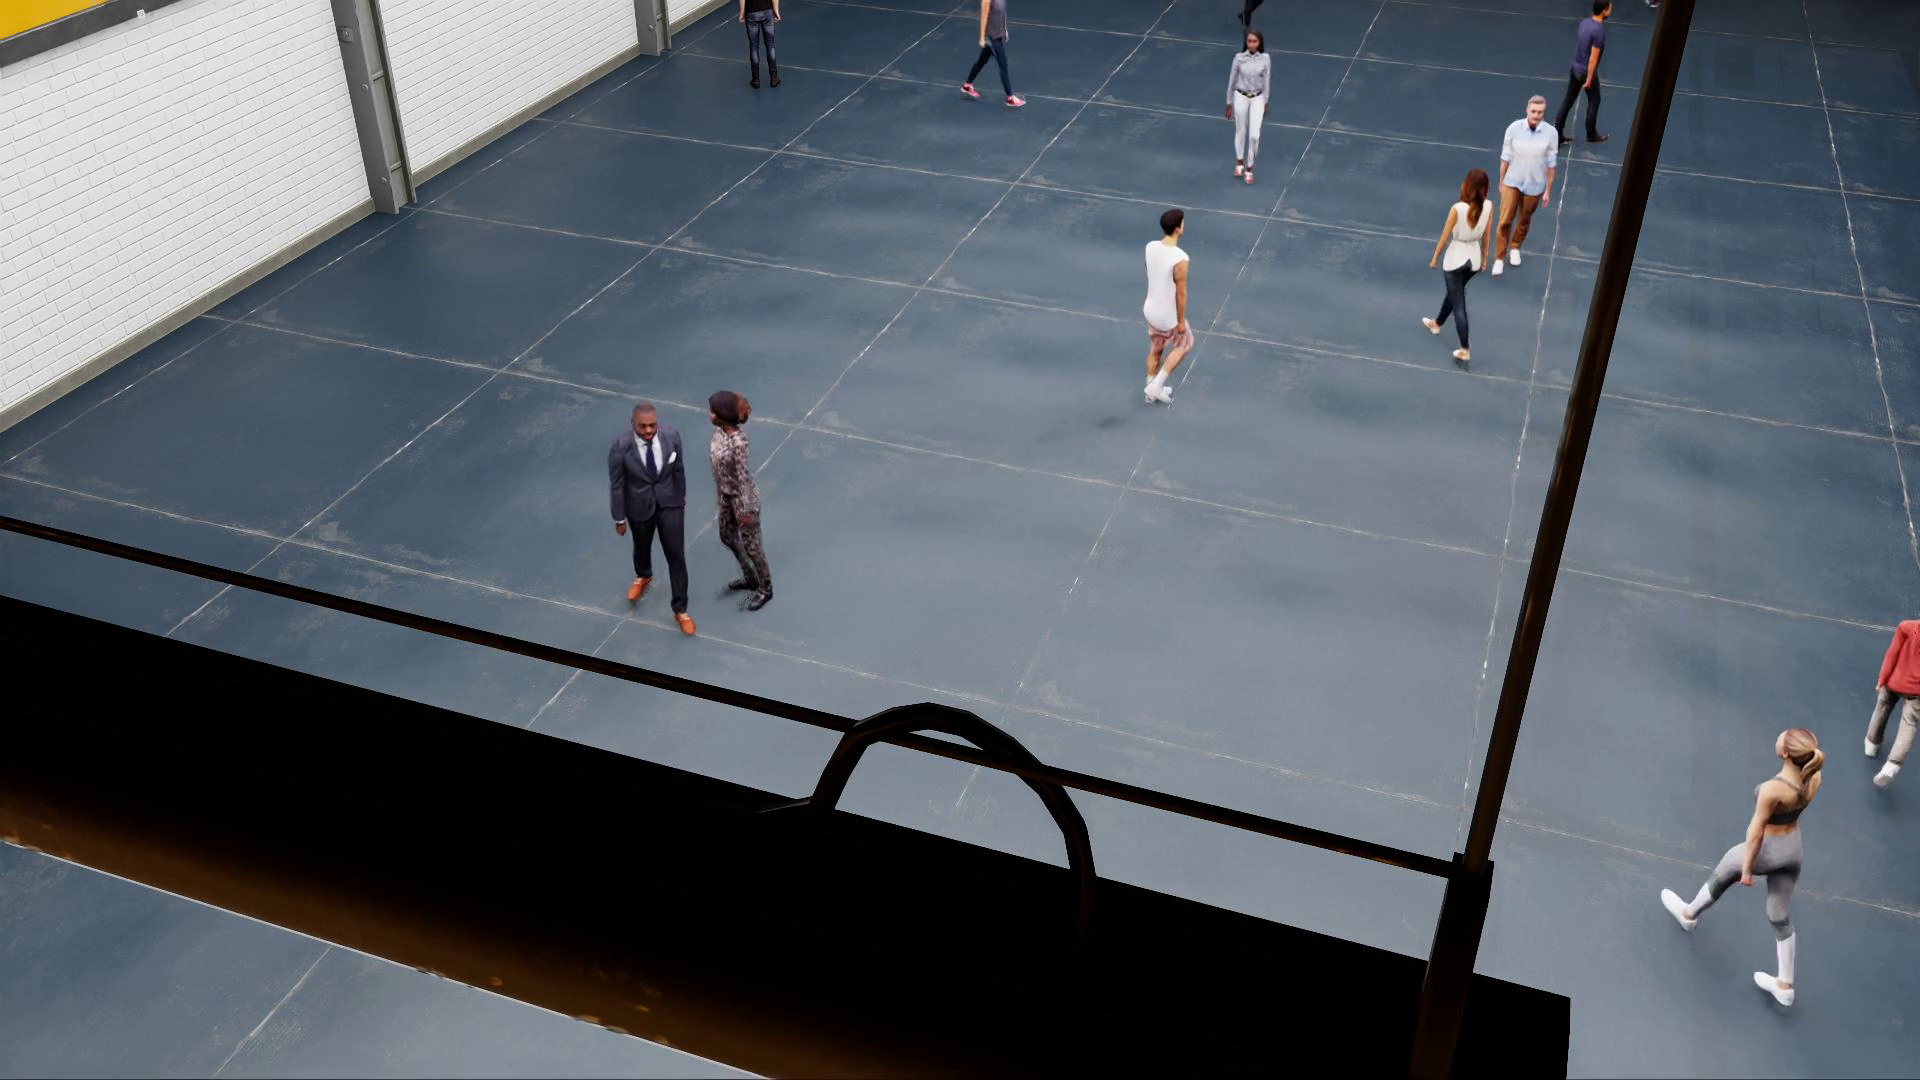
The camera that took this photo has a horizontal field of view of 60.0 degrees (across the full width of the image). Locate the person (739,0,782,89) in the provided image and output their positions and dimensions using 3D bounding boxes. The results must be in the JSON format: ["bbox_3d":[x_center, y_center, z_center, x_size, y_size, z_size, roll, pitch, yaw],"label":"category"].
[{"bbox_3d":[-2.603,-6.835,21.556,0.770,1.896,0.744,-4,34,-7],"label":"person"}]

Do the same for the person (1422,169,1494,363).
[{"bbox_3d":[4.596,-2.452,15.103,1.035,1.739,1.186,-9,35,-13],"label":"person"}]

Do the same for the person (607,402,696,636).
[{"bbox_3d":[-2.189,-0.244,11.757,1.077,1.766,1.174,-10,35,-15],"label":"person"}]

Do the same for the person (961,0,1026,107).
[{"bbox_3d":[0.334,-6.349,21.022,0.730,1.677,1.127,16,37,23],"label":"person"}]

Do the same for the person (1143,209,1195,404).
[{"bbox_3d":[1.701,-1.958,14.327,0.859,1.775,0.813,-21,39,-29],"label":"person"}]

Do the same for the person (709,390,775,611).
[{"bbox_3d":[-1.565,-0.292,11.886,0.740,1.704,0.695,-28,43,-35],"label":"person"}]

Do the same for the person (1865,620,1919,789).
[{"bbox_3d":[5.915,0.915,10.345,0.615,1.399,0.918,17,37,24],"label":"person"}]

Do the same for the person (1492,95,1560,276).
[{"bbox_3d":[5.706,-3.634,16.830,0.741,1.796,0.947,7,34,11],"label":"person"}]

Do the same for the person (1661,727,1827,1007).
[{"bbox_3d":[4.375,1.745,8.862,1.037,1.659,1.180,-10,35,-15],"label":"person"}]

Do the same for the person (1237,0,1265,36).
[{"bbox_3d":[4.098,-7.958,23.467,0.765,1.650,0.820,-20,38,-27],"label":"person"}]

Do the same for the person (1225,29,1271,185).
[{"bbox_3d":[3.290,-4.976,18.931,0.673,1.705,0.803,7,34,11],"label":"person"}]

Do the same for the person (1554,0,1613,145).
[{"bbox_3d":[7.314,-5.540,19.723,0.973,1.768,0.957,-9,35,-13],"label":"person"}]
